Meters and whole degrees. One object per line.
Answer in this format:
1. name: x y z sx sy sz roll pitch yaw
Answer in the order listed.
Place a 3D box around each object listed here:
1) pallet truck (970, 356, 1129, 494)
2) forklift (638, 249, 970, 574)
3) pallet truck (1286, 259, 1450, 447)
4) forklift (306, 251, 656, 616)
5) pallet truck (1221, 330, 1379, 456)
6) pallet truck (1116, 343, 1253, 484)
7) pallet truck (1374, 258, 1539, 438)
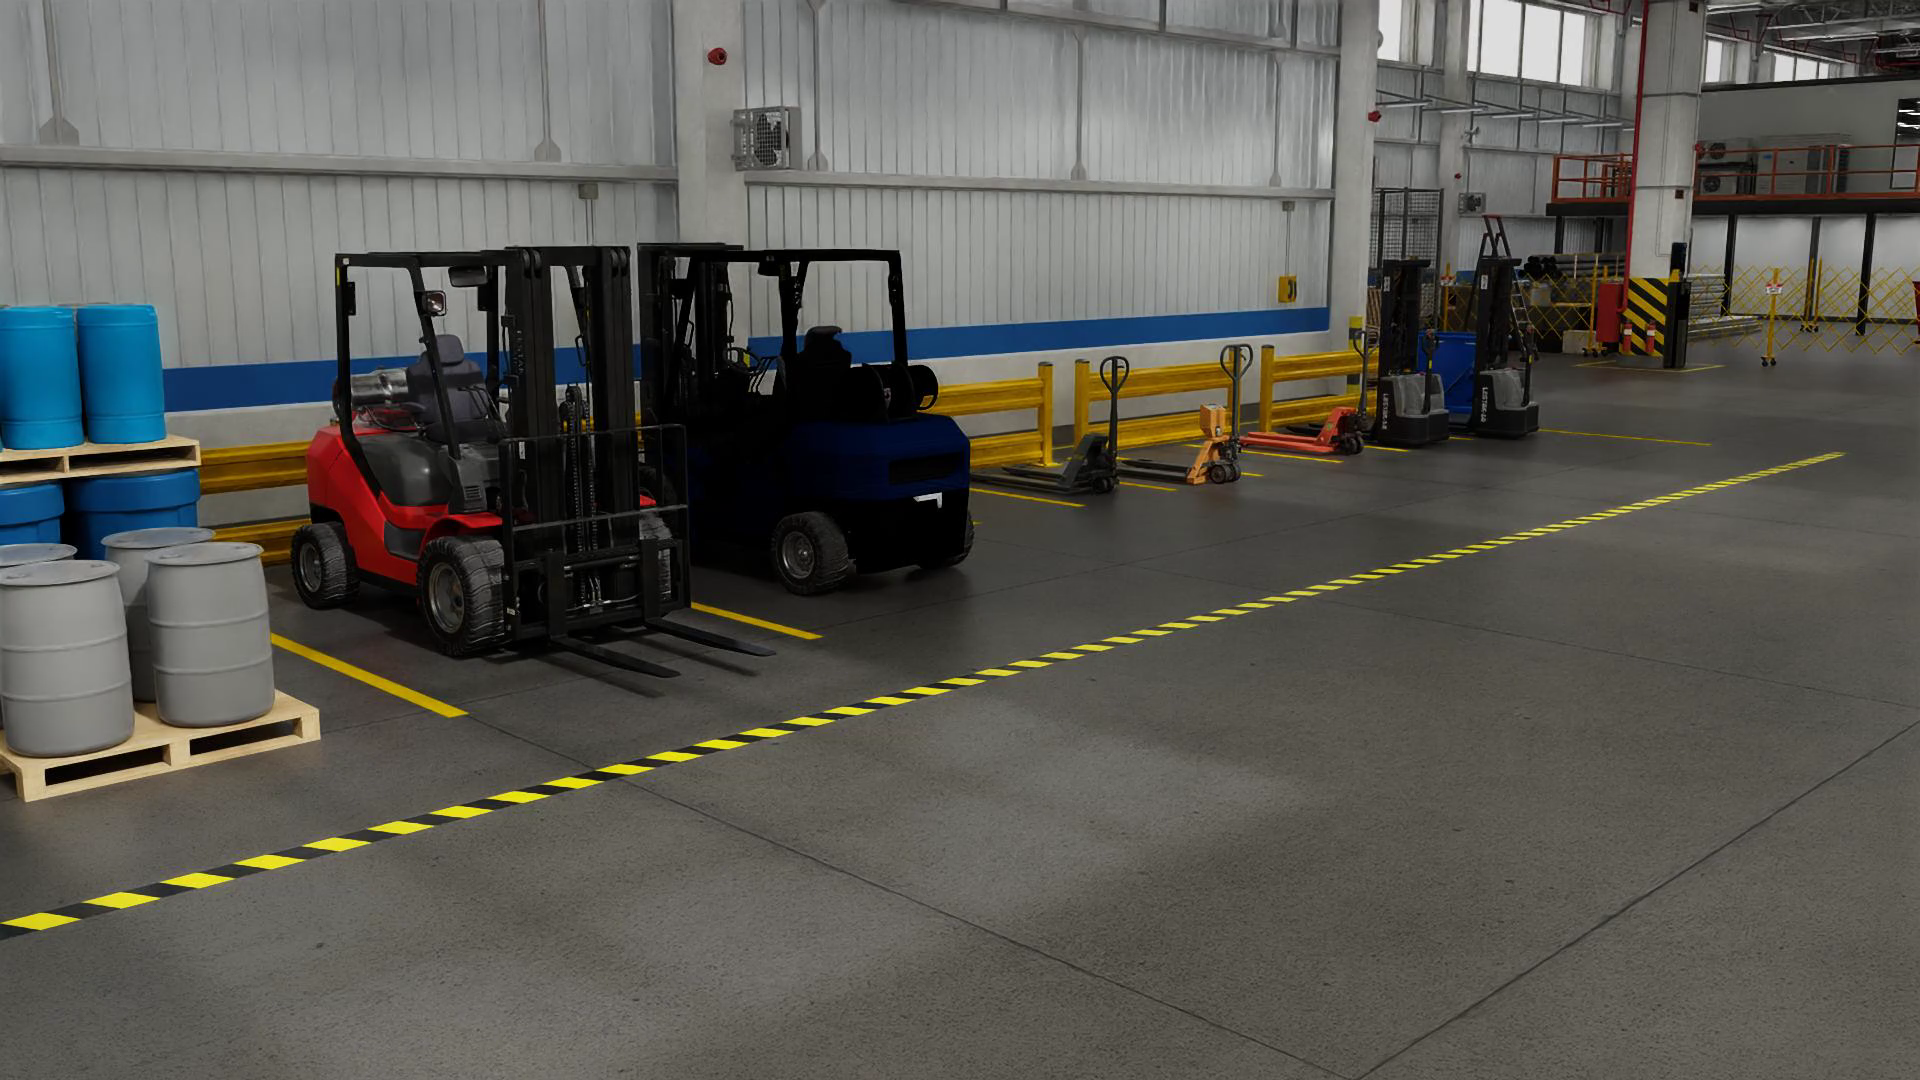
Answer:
1. pallet truck: 0.784 -1.085 14.876 0.680 1.201 1.601 -10 14 -44
2. forklift: -1.173 -0.958 11.239 2.680 1.987 1.157 10 14 43
3. pallet truck: 4.493 -2.078 18.196 0.823 1.965 1.885 -9 14 -40
4. forklift: -2.833 -0.669 9.694 1.157 1.987 2.680 -10 14 -44
5. pallet truck: 3.563 -1.581 17.381 0.653 1.274 1.630 -10 14 -44
6. pallet truck: 1.962 -1.215 15.415 1.522 1.261 0.704 10 14 43
7. pallet truck: 5.704 -2.208 18.901 1.885 1.965 0.823 10 14 43
